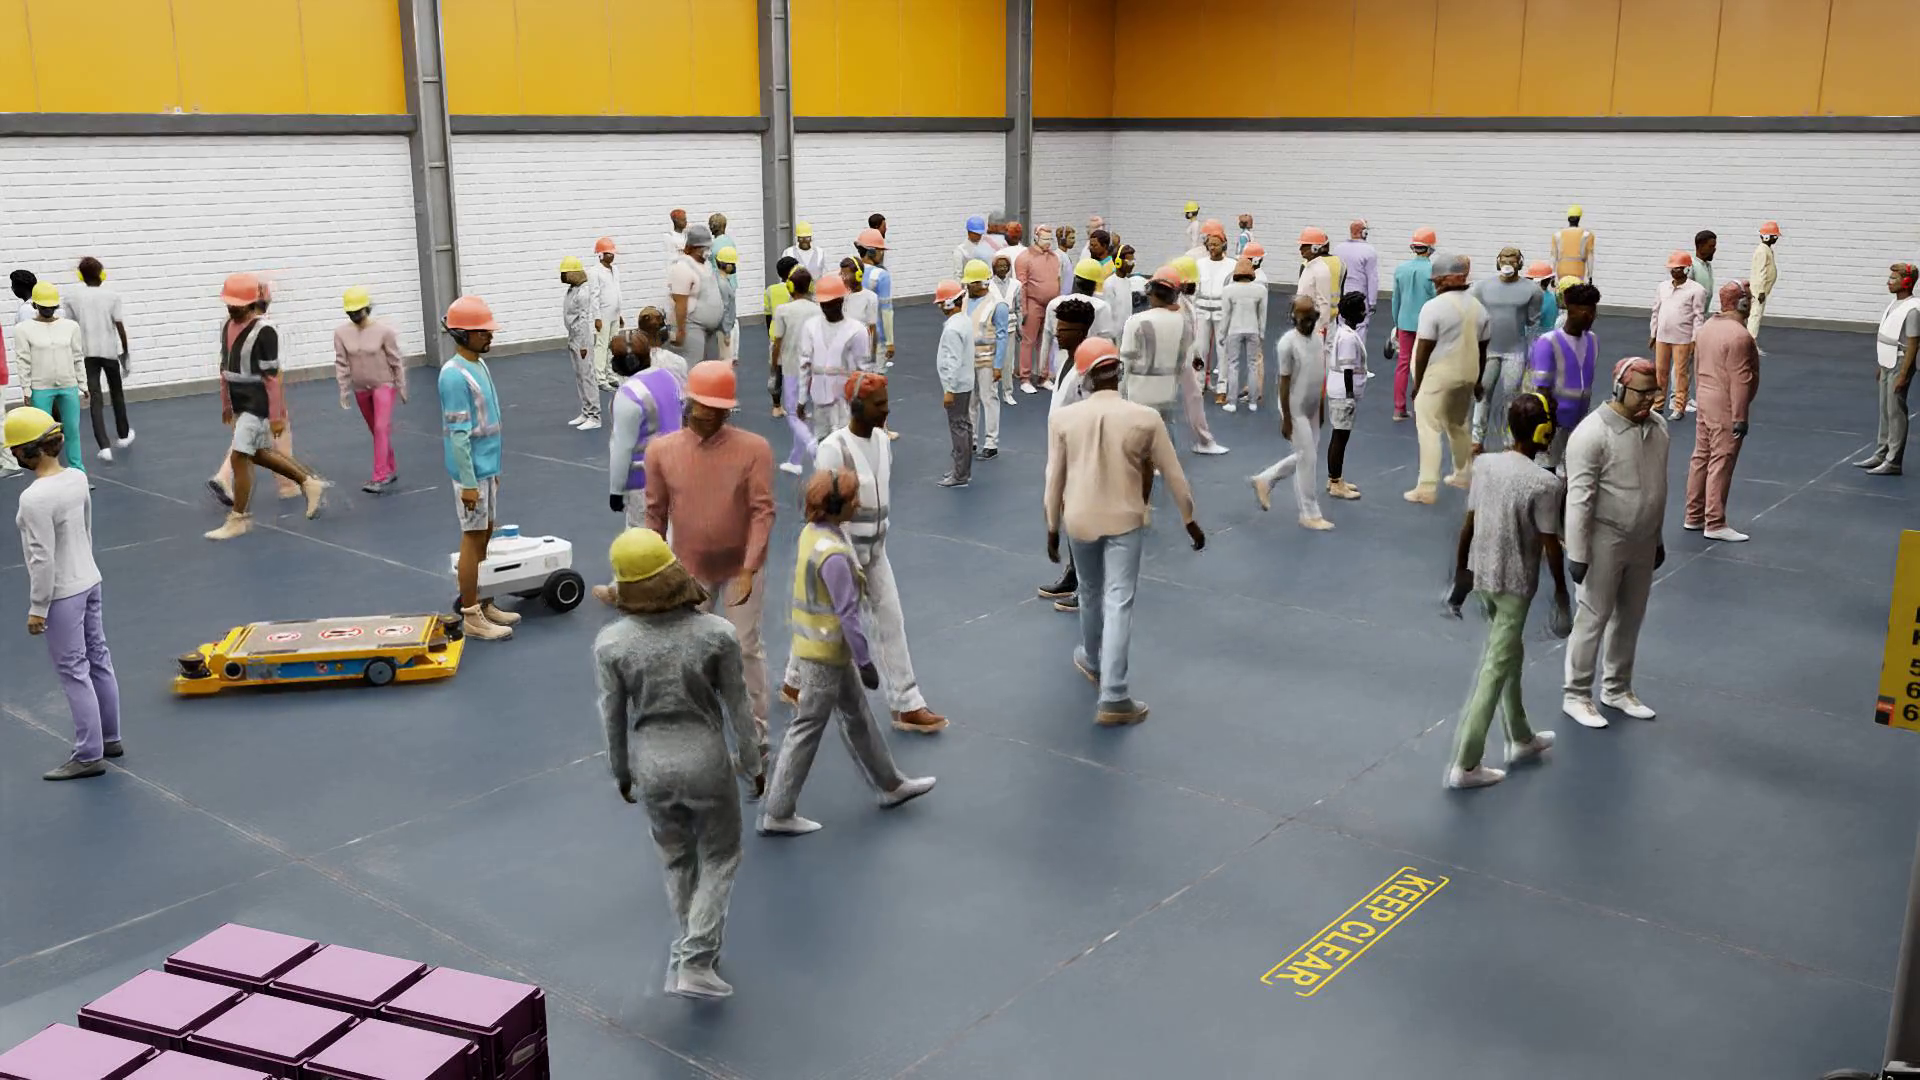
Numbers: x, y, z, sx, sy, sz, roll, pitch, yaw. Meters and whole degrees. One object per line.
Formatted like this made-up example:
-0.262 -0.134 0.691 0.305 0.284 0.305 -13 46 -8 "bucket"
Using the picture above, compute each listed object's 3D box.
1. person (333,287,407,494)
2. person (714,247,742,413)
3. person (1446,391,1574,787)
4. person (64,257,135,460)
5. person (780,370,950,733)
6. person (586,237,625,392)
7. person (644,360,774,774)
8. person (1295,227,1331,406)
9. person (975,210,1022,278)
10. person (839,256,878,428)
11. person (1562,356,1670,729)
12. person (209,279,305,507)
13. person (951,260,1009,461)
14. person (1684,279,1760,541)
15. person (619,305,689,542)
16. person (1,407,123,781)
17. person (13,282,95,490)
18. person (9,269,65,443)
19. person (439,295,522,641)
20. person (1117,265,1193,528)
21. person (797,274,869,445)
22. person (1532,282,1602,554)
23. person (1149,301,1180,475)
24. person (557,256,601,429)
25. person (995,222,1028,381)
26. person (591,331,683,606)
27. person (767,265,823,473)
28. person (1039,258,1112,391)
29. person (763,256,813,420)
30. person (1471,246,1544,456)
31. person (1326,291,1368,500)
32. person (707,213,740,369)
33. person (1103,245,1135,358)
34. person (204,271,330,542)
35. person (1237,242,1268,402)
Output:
-4.880 -1.236 13.781 0.530 1.711 0.906 1 14 5 "person"
-2.476 -2.228 17.662 0.342 1.756 0.533 -2 14 -8 "person"
2.626 0.224 7.690 0.859 1.833 0.574 -7 15 -25 "person"
-7.954 -1.683 15.350 0.552 1.812 0.964 -5 15 -18 "person"
-0.531 0.058 8.404 1.025 1.833 0.581 10 17 35 "person"
-4.040 -2.591 19.109 0.324 1.752 0.560 5 15 19 "person"
-1.163 0.148 7.734 0.598 1.970 0.518 -2 14 -8 "person"
3.592 -2.199 17.053 0.387 1.996 0.611 -1 14 -4 "person"
0.417 -3.068 20.435 0.691 2.000 1.010 -4 15 -16 "person"
-0.922 -1.634 15.088 0.336 1.855 0.532 -11 18 -38 "person"
3.336 0.011 8.428 0.660 1.896 0.401 -8 16 -29 "person"
-5.634 -1.162 13.279 0.526 1.818 0.818 6 15 24 "person"
0.166 -1.637 15.160 0.403 1.822 0.588 -13 19 -42 "person"
5.650 -0.959 12.268 0.407 1.913 0.638 -1 14 -2 "person"
-2.019 -0.646 11.153 0.504 1.847 0.345 4 15 14 "person"
-4.199 0.248 7.757 0.326 1.760 0.524 -1 14 -4 "person"
-7.478 -1.252 13.751 0.326 1.760 0.524 13 19 42 "person"
-8.722 -1.710 15.728 0.320 1.686 0.538 -4 15 -15 "person"
-2.844 -0.424 9.864 0.376 2.042 0.615 -1 14 -4 "person"
1.365 -1.041 12.457 0.659 1.994 0.497 -12 18 -39 "person"
-0.944 -1.130 12.984 0.579 1.909 0.838 6 15 23 "person"
4.256 -0.847 11.752 0.630 1.944 0.441 -6 15 -22 "person"
1.757 -1.393 14.568 0.286 1.633 0.500 -3 14 -10 "person"
-3.844 -1.985 16.731 0.346 1.738 0.486 -8 16 -29 "person"
0.638 -2.834 19.822 0.574 1.882 0.355 -9 17 -32 "person"
-2.038 -0.382 10.185 0.872 1.804 0.637 5 15 18 "person"
-1.359 -1.427 14.281 0.519 1.850 0.822 -11 18 -38 "person"
1.002 -1.448 14.241 0.636 1.911 0.436 6 15 22 "person"
-1.773 -2.077 17.177 0.541 1.693 0.315 8 16 30 "person"
4.972 -1.715 15.234 0.627 1.940 0.372 6 15 22 "person"
3.170 -1.189 13.623 0.318 1.696 0.537 2 14 8 "person"
-2.970 -3.104 20.785 0.379 1.940 0.629 3 14 11 "person"
1.572 -1.992 16.512 0.328 1.861 0.502 9 16 31 "person"
-5.195 -1.019 12.367 0.654 1.991 0.949 12 18 39 "person"
3.210 -2.404 18.365 0.335 1.749 0.563 0 14 1 "person"
